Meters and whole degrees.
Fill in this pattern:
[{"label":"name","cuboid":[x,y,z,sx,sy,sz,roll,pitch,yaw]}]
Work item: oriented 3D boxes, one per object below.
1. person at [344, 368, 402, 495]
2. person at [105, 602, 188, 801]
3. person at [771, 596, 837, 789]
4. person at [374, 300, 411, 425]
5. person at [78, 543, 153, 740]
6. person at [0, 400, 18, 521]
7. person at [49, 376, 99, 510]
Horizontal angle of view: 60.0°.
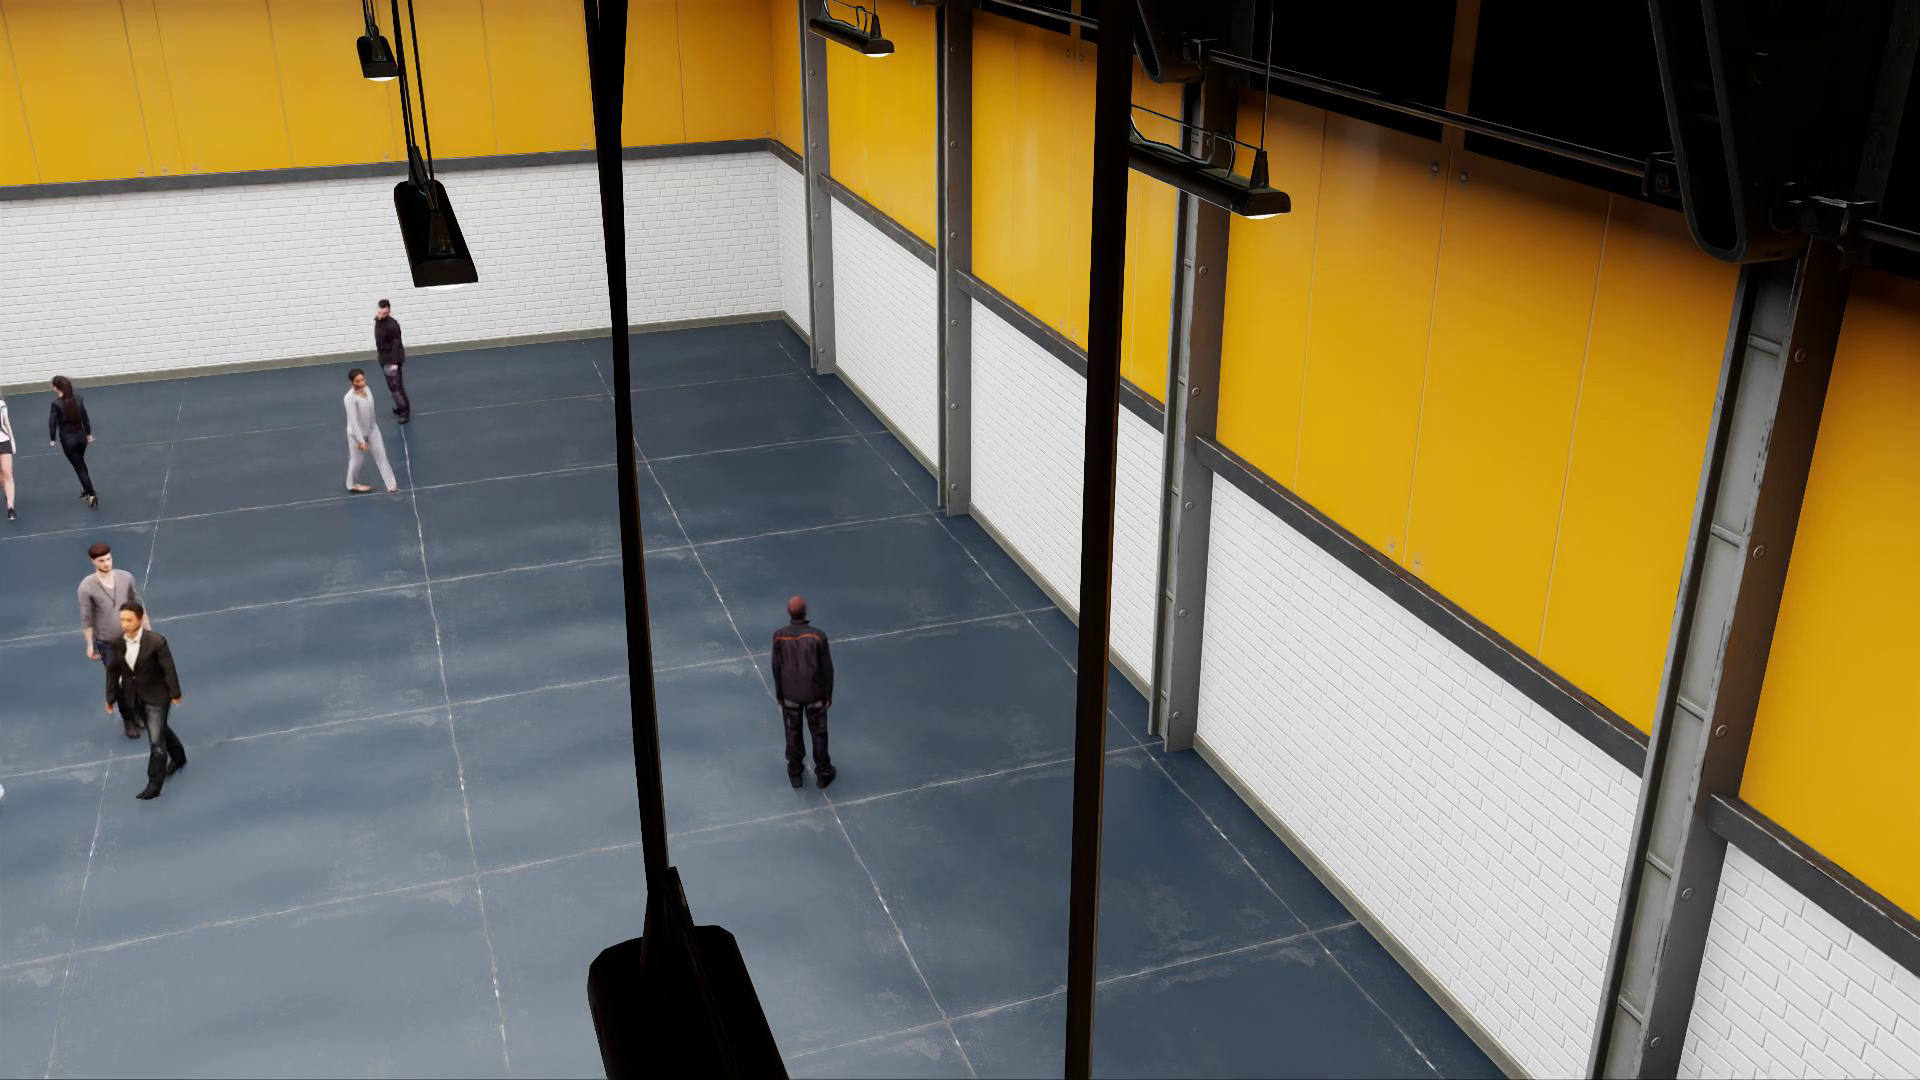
[{"label":"person","cuboid":[-7.537,-1.350,20.827,1.219,1.677,1.160,9,25,19]},{"label":"person","cuboid":[-7.081,1.321,14.603,1.038,1.768,1.217,4,24,9]},{"label":"person","cuboid":[-1.366,1.326,14.522,0.776,1.823,0.746,2,24,4]},{"label":"person","cuboid":[-8.016,-2.581,23.465,0.998,1.820,0.696,-11,26,-24]},{"label":"person","cuboid":[-7.866,0.880,15.452,0.898,1.894,0.865,20,30,37]},{"label":"person","cuboid":[-11.786,-1.147,20.328,0.669,1.703,1.188,-12,26,-25]},{"label":"person","cuboid":[-10.817,-1.179,20.415,0.849,1.692,0.786,12,26,25]}]
